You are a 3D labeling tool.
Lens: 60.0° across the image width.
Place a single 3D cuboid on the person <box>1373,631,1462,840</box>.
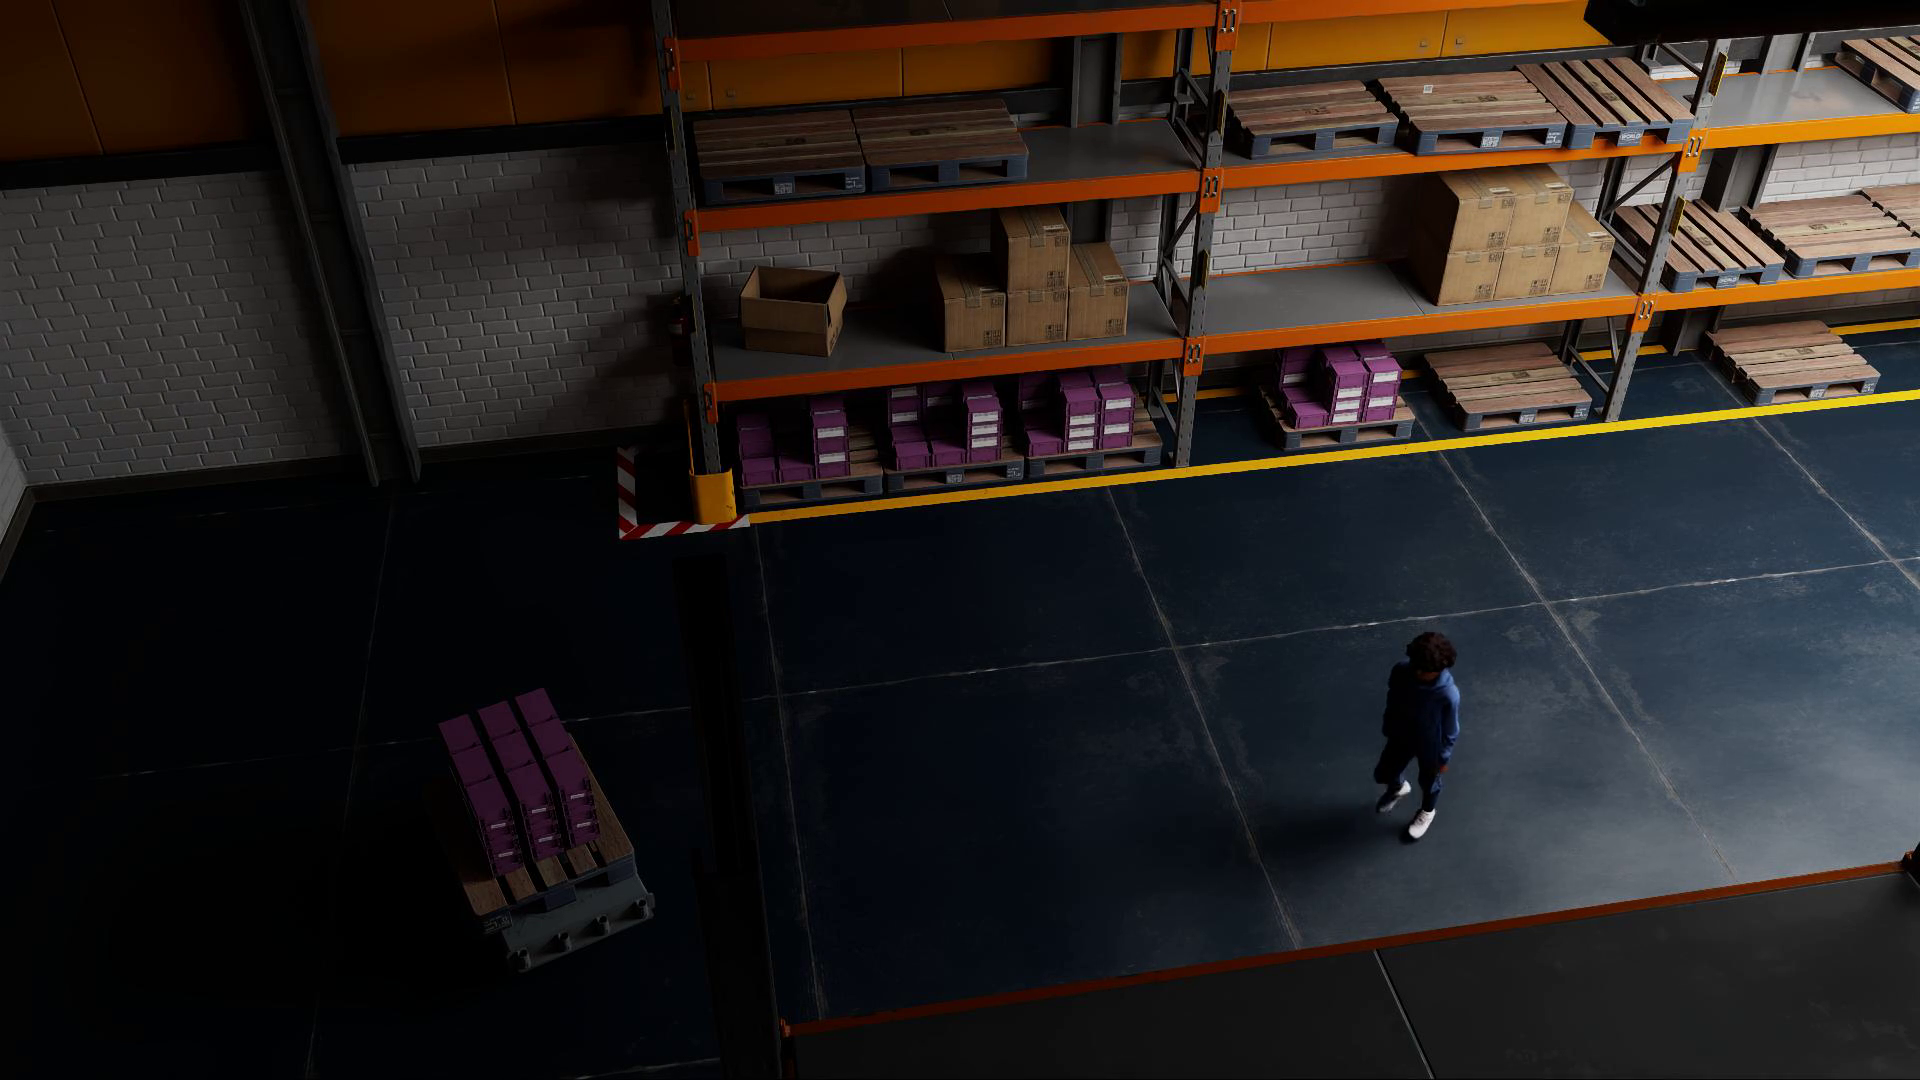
[{"bbox_3d":[2.997,1.230,10.673,0.938,1.769,0.882,-30,47,-32],"label":"person"}]
